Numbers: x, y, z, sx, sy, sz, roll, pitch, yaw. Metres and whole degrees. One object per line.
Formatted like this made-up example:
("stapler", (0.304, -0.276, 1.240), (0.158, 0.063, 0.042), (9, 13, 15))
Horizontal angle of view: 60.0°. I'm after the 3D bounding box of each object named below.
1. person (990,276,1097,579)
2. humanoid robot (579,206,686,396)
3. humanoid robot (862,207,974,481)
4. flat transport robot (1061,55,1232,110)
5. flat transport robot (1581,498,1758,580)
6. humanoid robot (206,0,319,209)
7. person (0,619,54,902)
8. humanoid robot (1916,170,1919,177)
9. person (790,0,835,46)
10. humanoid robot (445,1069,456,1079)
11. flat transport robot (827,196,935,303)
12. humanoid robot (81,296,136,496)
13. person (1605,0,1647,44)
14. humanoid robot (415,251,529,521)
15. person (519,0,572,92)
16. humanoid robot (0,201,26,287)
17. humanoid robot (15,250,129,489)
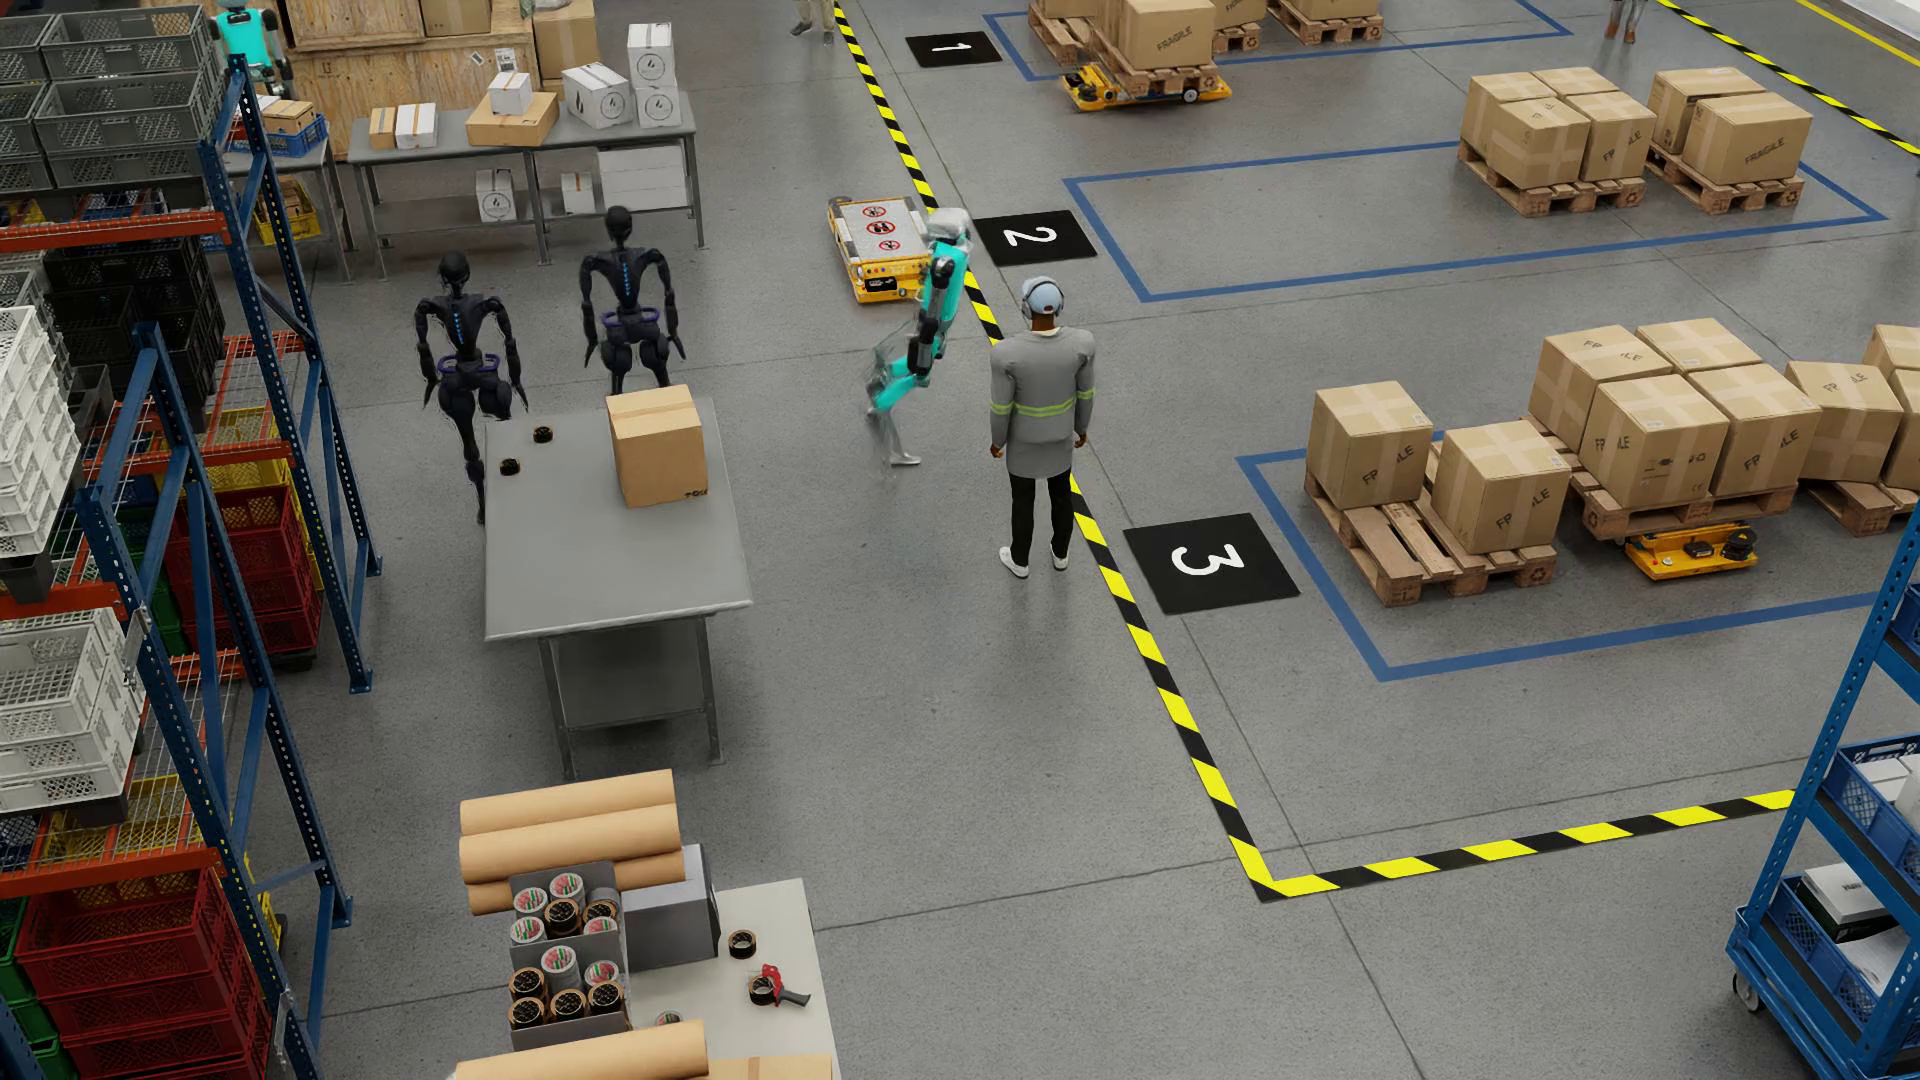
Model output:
("person", (0.434, -0.604, 9.039), (0.588, 1.852, 0.370), (-9, 38, -13))
("humanoid robot", (-1.966, -1.206, 9.997), (0.611, 1.636, 0.396), (-10, 38, -14))
("humanoid robot", (-0.329, -1.137, 9.890), (0.815, 1.811, 0.536), (8, 37, 10))
("flat transport robot", (1.701, -4.188, 15.159), (1.431, 0.197, 0.652), (-8, 37, -10))
("flat transport robot", (4.062, -0.294, 9.926), (0.652, 0.197, 1.431), (-8, 37, -10))
("humanoid robot", (-5.251, -3.214, 12.643), (0.589, 1.769, 0.882), (-14, 39, -18))
("person", (-4.193, 0.830, 7.132), (0.617, 1.836, 0.431), (-21, 42, -26))
("humanoid robot", (8.091, -3.613, 13.222), (0.600, 1.648, 0.377), (-14, 39, -18))
("person", (-1.373, -5.558, 15.798), (0.601, 1.735, 0.444), (17, 40, 21))
("humanoid robot", (-1.479, 2.445, 5.044), (0.576, 1.785, 0.819), (6, 37, 8))
("flat transport robot", (-0.570, -2.220, 12.538), (0.659, 0.231, 1.431), (-8, 37, -10))
("humanoid robot", (-4.972, -0.864, 9.490), (0.589, 1.779, 0.869), (-24, 43, -29))
("person", (6.541, -5.648, 15.806), (0.588, 1.873, 0.474), (9, 38, 12))
("humanoid robot", (-2.831, -0.940, 9.647), (0.601, 1.642, 0.652), (-4, 37, -5))
("person", (-3.479, -4.476, 14.175), (0.411, 1.939, 0.606), (23, 42, 27))
("humanoid robot", (-5.655, -1.349, 10.178), (0.351, 1.651, 0.596), (7, 37, 9))
("humanoid robot", (-5.185, -0.998, 9.719), (0.492, 1.638, 0.607), (-2, 37, -2))
